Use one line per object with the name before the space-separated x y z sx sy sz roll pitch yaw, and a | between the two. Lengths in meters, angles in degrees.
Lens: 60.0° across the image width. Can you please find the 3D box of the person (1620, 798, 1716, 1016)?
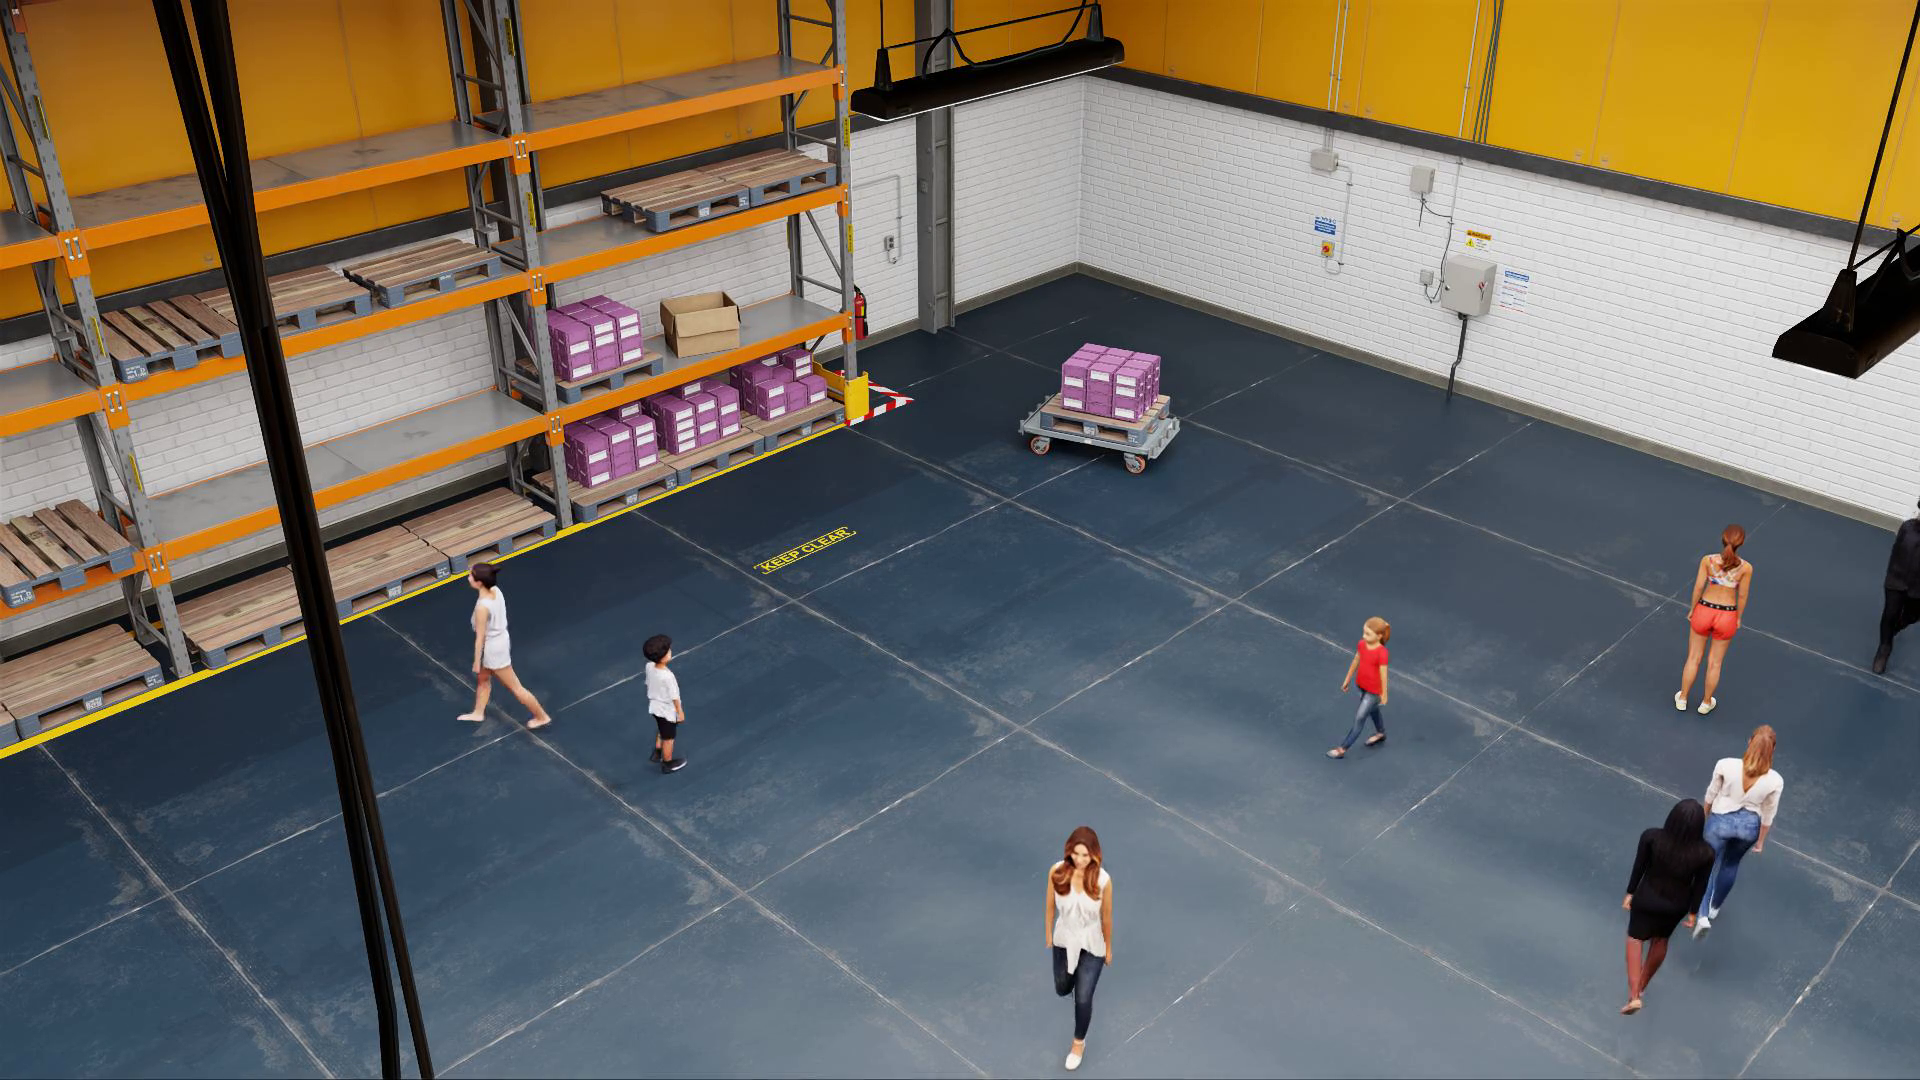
person | 4.574 2.427 10.865 0.845 1.704 1.025 11 30 19

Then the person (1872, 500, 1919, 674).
person | 8.404 0.317 14.703 0.765 1.734 1.074 18 33 29

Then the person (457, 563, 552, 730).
person | -3.775 0.916 13.777 1.080 1.568 1.039 1 29 2

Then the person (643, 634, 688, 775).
person | -2.424 1.343 13.328 0.510 1.249 0.508 -21 35 -34

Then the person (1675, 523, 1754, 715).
person | 6.356 0.661 14.011 0.643 1.792 0.665 14 31 23

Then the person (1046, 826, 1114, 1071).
person | 0.785 2.520 10.628 0.838 1.768 0.999 9 30 15

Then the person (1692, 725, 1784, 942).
person | 5.356 2.052 11.553 0.838 1.705 1.053 12 31 21

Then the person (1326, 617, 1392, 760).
person | 3.398 1.189 13.579 0.946 1.279 0.693 -13 31 -22
